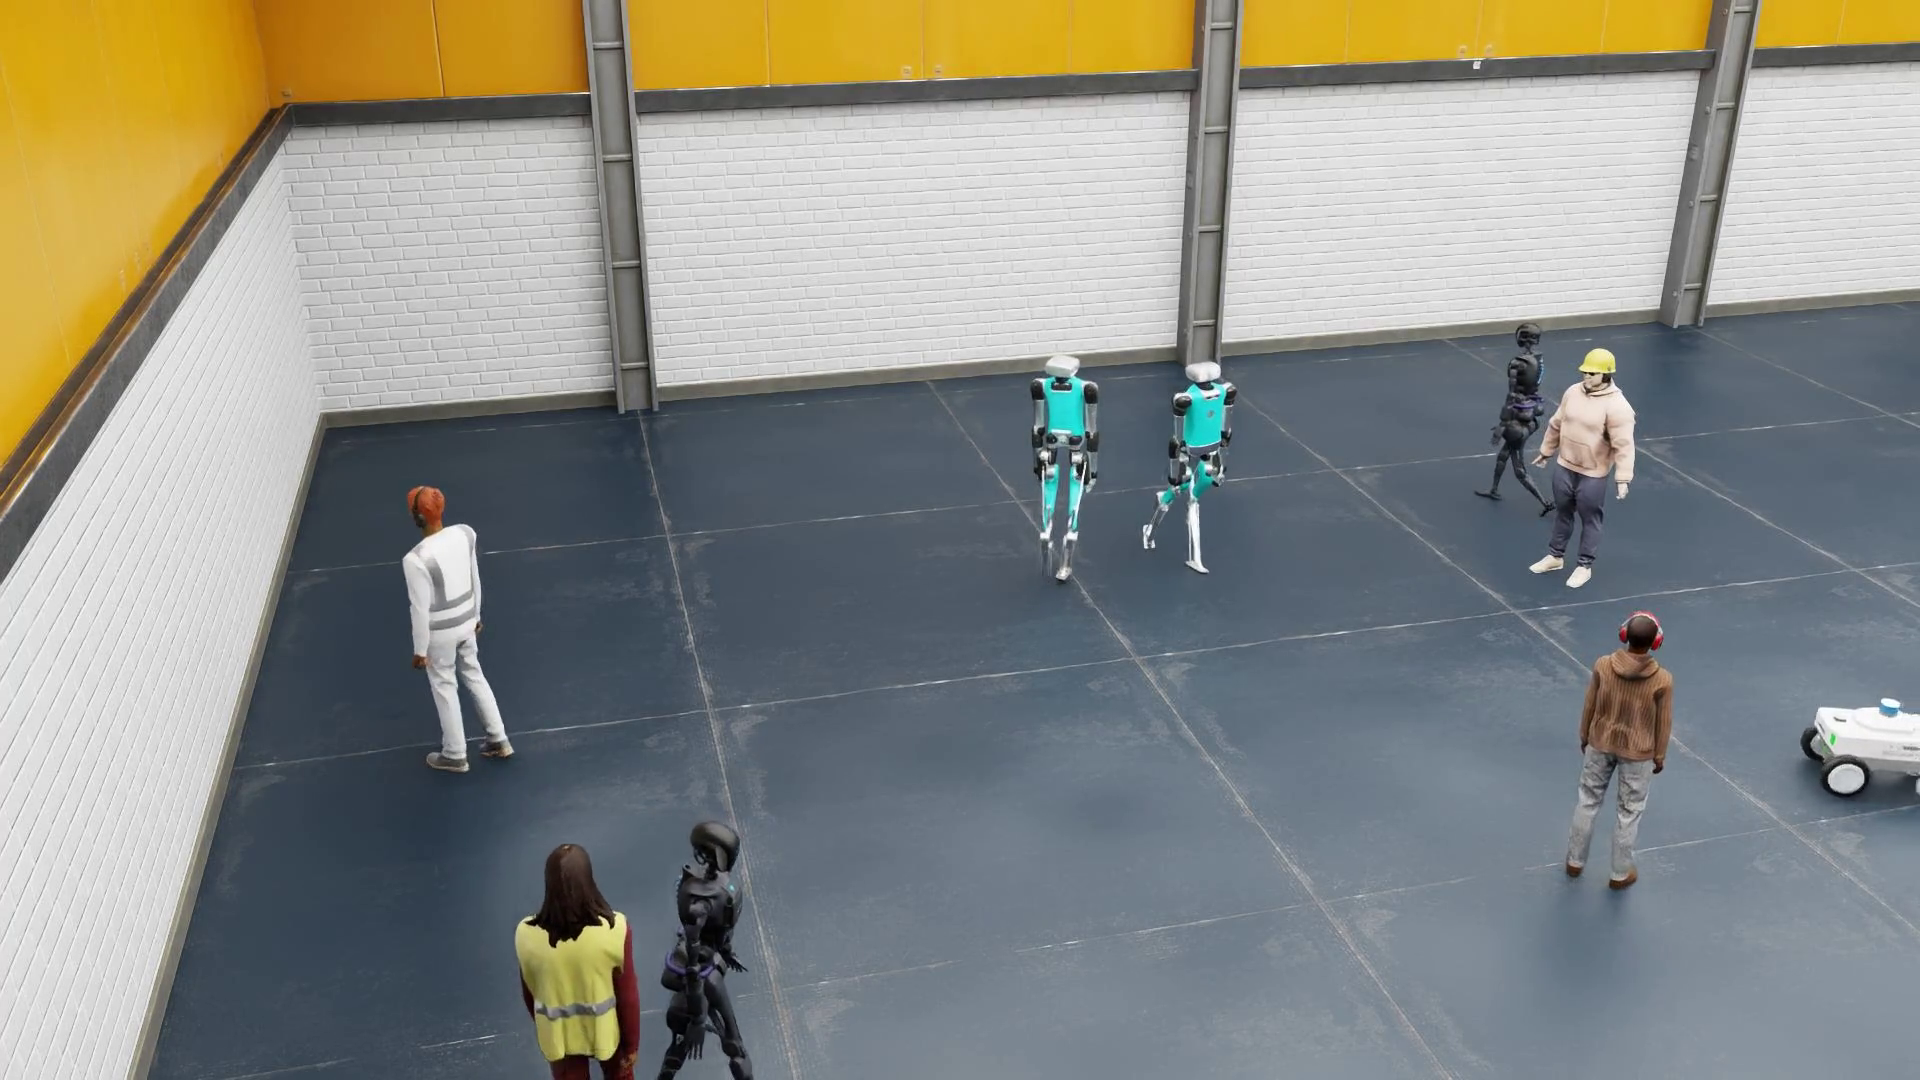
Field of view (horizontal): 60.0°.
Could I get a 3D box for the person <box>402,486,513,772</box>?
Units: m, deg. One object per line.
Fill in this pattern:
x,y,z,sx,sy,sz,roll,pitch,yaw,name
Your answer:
-3.104,0.555,10.118,0.461,1.886,0.583,10,26,22,person

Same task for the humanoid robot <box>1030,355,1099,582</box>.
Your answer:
0.735,-0.428,12.630,0.570,1.882,0.691,9,25,19,humanoid robot

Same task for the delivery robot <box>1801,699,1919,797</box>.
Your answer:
5.583,1.260,10.167,0.789,0.614,0.499,4,24,10,delivery robot

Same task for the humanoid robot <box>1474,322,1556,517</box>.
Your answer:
4.769,-1.012,14.000,0.795,1.642,0.611,21,31,39,humanoid robot

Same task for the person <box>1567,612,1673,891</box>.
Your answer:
3.587,1.149,9.034,0.457,1.648,0.329,16,28,32,person

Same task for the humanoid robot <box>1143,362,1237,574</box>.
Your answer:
1.687,-0.612,12.952,0.559,1.797,0.947,-11,26,-23,humanoid robot

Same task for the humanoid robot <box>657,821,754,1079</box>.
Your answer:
-1.129,1.921,7.319,0.783,1.615,0.601,4,24,8,humanoid robot

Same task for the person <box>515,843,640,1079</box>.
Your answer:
-1.573,1.995,6.985,0.472,1.753,0.692,-4,24,-9,person

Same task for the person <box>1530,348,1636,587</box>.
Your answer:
4.771,-0.563,12.655,0.415,1.868,0.809,-14,28,-30,person
